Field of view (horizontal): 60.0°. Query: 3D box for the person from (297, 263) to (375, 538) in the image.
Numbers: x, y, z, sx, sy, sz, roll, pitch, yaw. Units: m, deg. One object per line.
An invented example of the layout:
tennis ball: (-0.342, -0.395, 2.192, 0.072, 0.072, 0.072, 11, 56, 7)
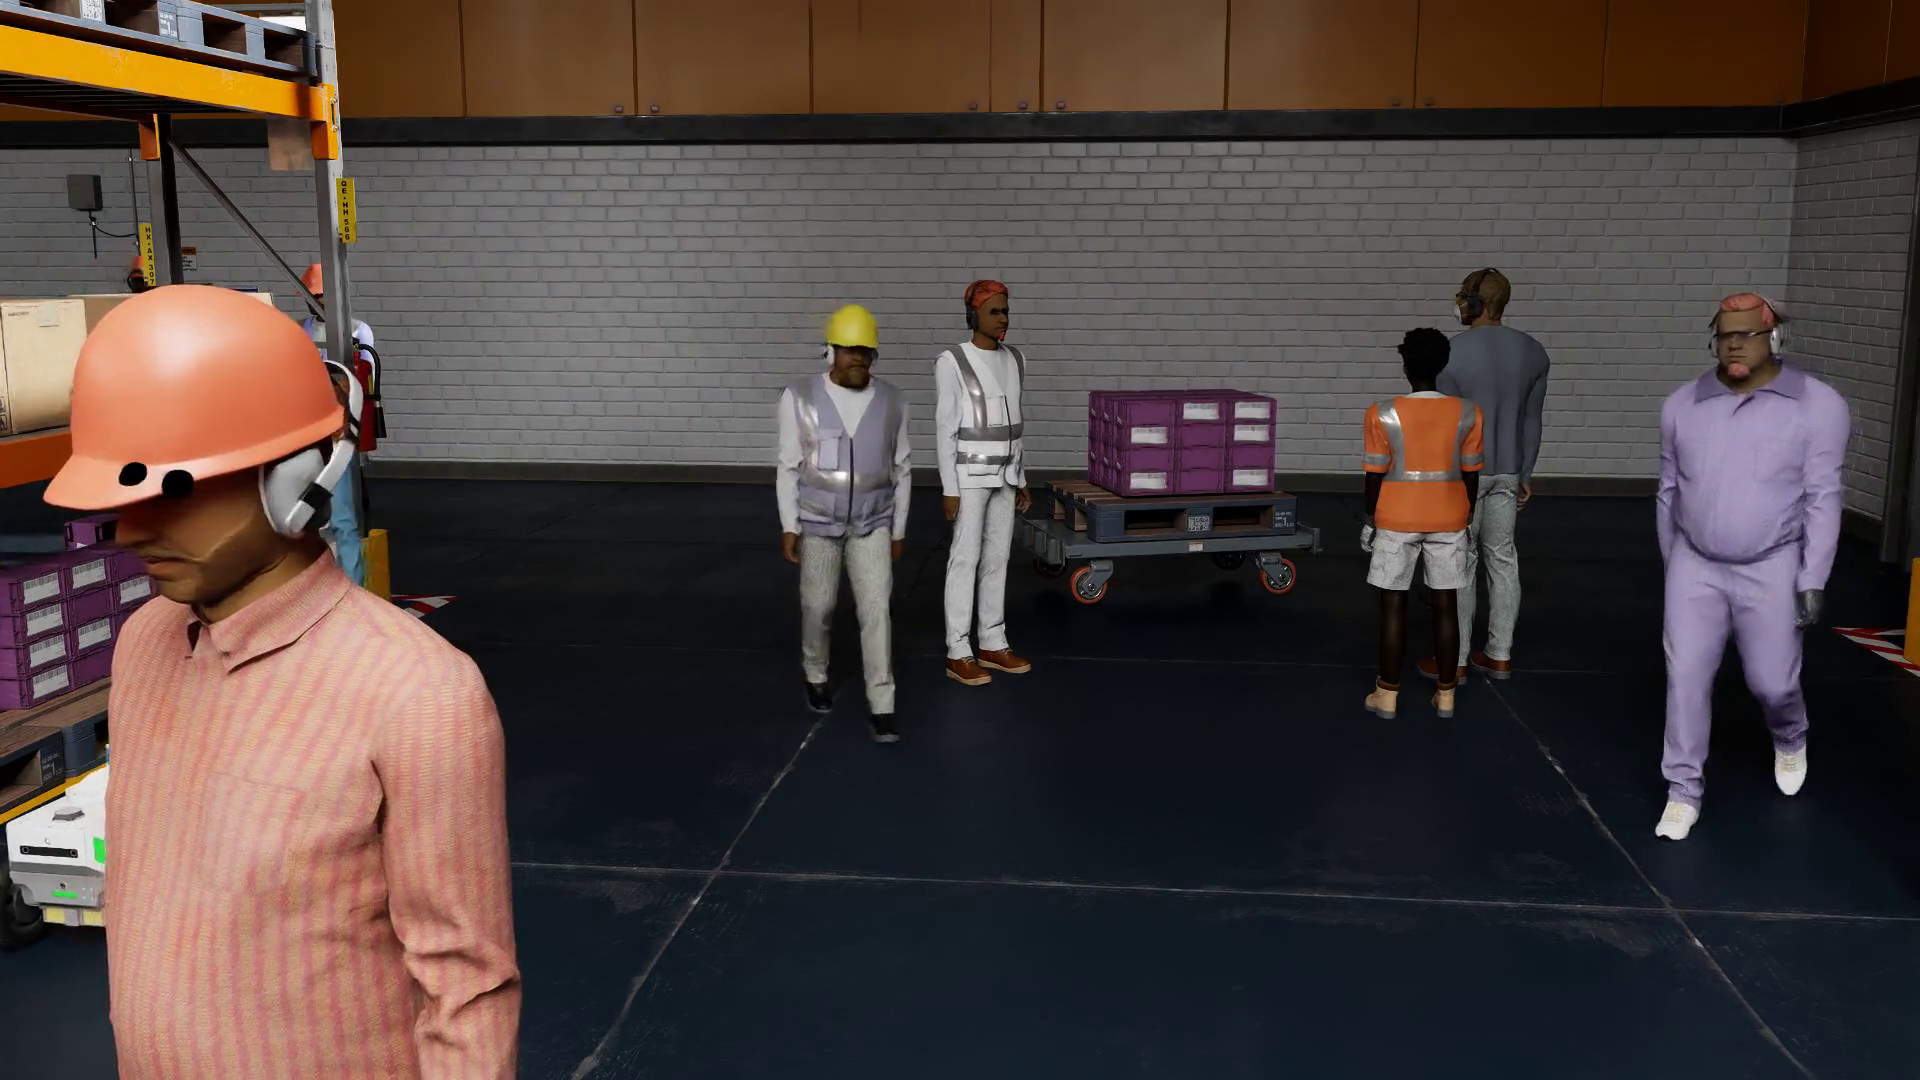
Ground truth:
person: (-3.989, -0.781, 10.587, 0.547, 1.934, 0.375, 0, 10, 2)

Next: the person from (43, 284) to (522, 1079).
person: (-0.769, 0.711, 1.899, 0.610, 1.986, 0.392, 6, 11, 30)

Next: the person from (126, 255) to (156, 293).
person: (-4.930, -0.773, 10.343, 0.603, 2.000, 0.937, 0, 10, 2)

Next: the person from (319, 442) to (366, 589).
person: (-2.365, 0.182, 5.963, 0.527, 1.619, 0.550, 1, 10, 5)

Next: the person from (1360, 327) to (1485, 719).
person: (1.979, -0.065, 7.170, 0.533, 1.697, 0.317, 0, 10, -1)

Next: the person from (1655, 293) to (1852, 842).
person: (2.744, 0.080, 5.817, 0.634, 1.884, 0.778, 8, 13, 38)

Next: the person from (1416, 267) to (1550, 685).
person: (2.418, -0.291, 7.770, 0.636, 1.940, 0.365, -4, 11, -20)

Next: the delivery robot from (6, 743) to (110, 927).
delivery robot: (-2.484, 0.840, 4.985, 0.477, 0.478, 0.707, 2, 10, 9)

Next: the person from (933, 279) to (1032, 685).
person: (0.119, -0.273, 7.823, 0.347, 1.882, 0.584, 9, 13, 41)

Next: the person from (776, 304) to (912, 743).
person: (-0.485, -0.094, 7.038, 0.593, 1.804, 0.791, -2, 10, -12)
